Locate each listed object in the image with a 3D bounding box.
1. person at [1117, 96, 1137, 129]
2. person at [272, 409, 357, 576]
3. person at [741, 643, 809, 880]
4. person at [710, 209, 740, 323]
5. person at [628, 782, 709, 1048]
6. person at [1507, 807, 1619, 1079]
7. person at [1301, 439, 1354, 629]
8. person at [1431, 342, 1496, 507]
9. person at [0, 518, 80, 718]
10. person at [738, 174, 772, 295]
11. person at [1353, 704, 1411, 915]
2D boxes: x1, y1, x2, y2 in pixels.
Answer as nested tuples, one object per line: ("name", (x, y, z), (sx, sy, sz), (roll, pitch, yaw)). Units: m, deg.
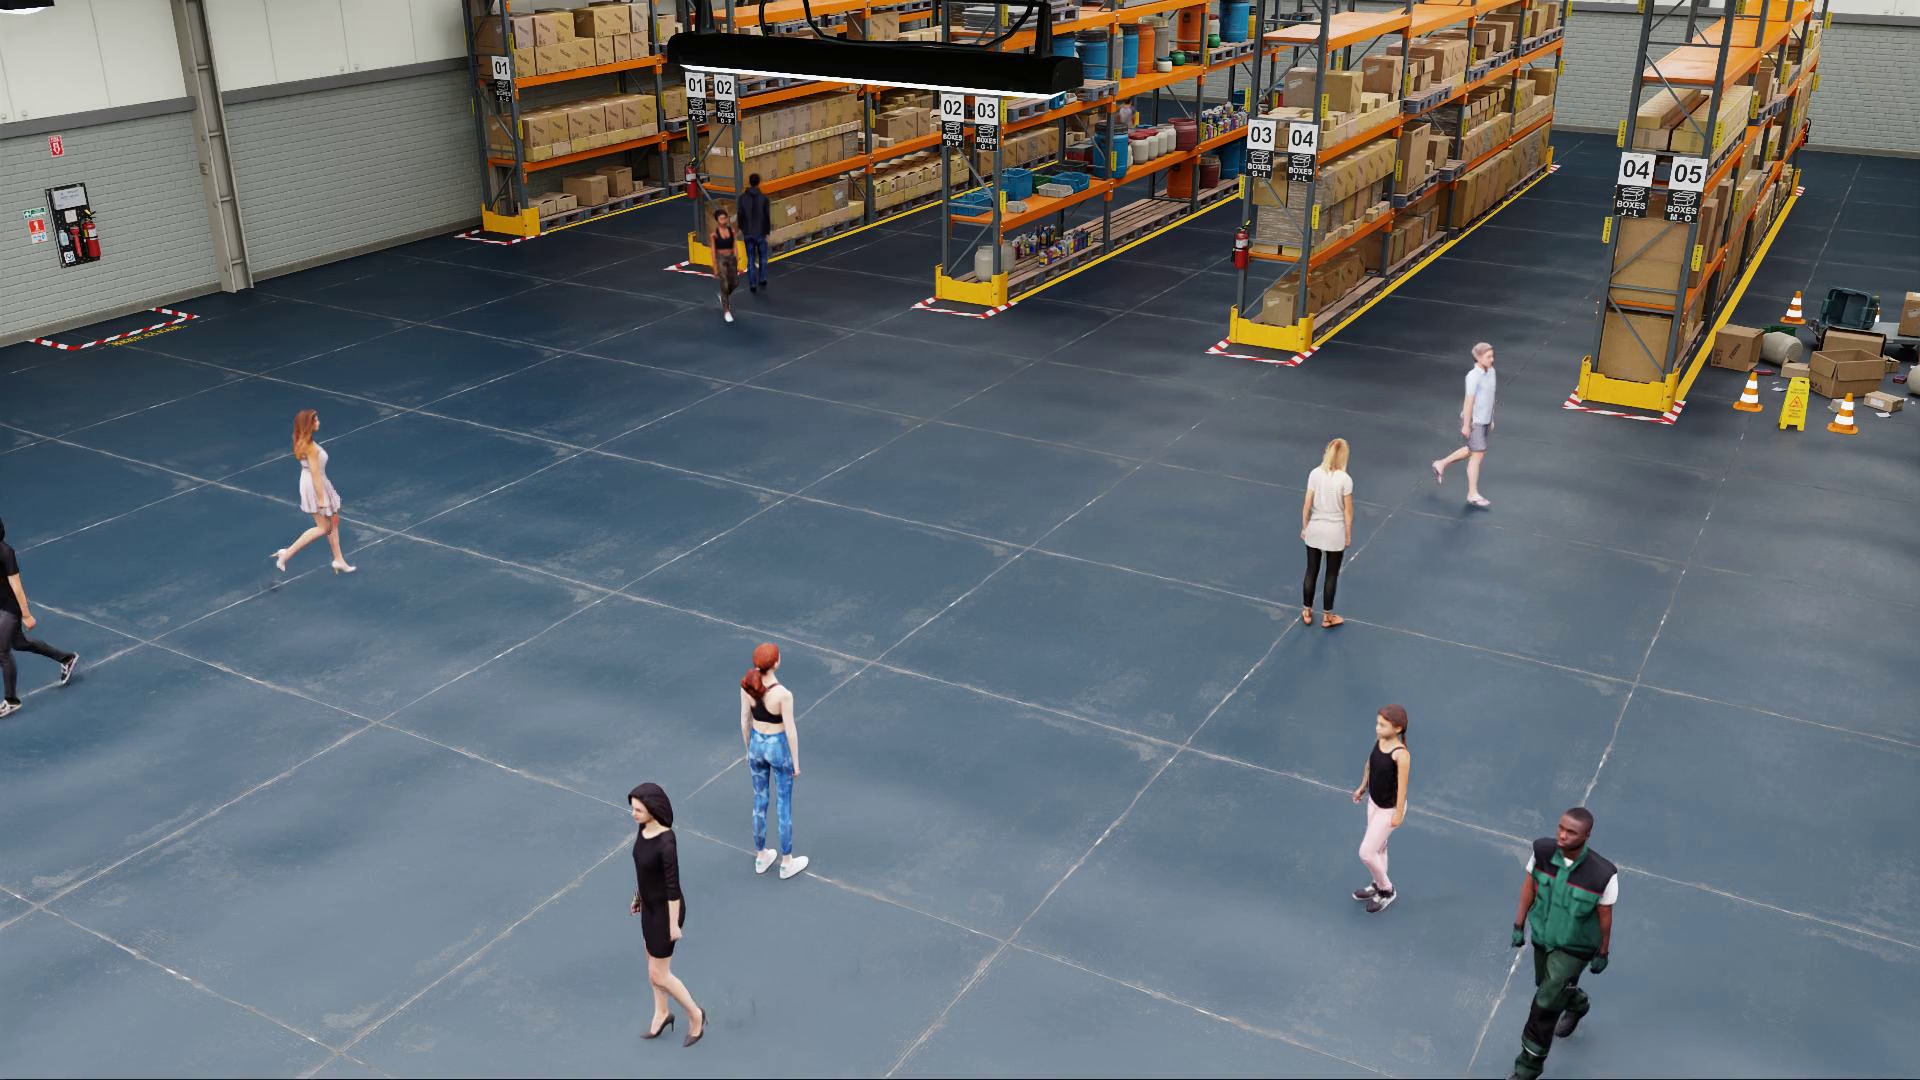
("person", (3.640, -8.901, 36.404), (0.690, 1.580, 1.090), (8, 24, 17))
("person", (-6.359, -0.409, 16.218), (1.055, 1.751, 0.842), (-14, 27, -30))
("person", (-1.319, 1.530, 11.617), (0.588, 1.784, 0.580), (9, 25, 21))
("person", (-3.575, -4.176, 25.158), (0.848, 1.687, 0.868), (-12, 26, -25))
("person", (-1.733, 2.231, 9.945), (0.772, 1.801, 0.726), (-10, 25, -22))
("person", (3.568, 2.322, 9.735), (1.291, 1.798, 0.959), (-18, 29, -36))
("person", (3.375, -0.062, 15.306), (0.613, 1.825, 0.498), (10, 25, 23))
("person", (5.585, -1.305, 18.256), (0.816, 1.805, 1.009), (19, 30, 37))
("person", (-7.908, 0.527, 13.956), (0.693, 1.799, 1.110), (15, 27, 31))
("person", (-3.282, -4.865, 26.555), (0.926, 1.861, 0.999), (-2, 23, -6))
("person", (2.943, 1.791, 11.299), (0.700, 1.552, 0.637), (-5, 23, -11))
